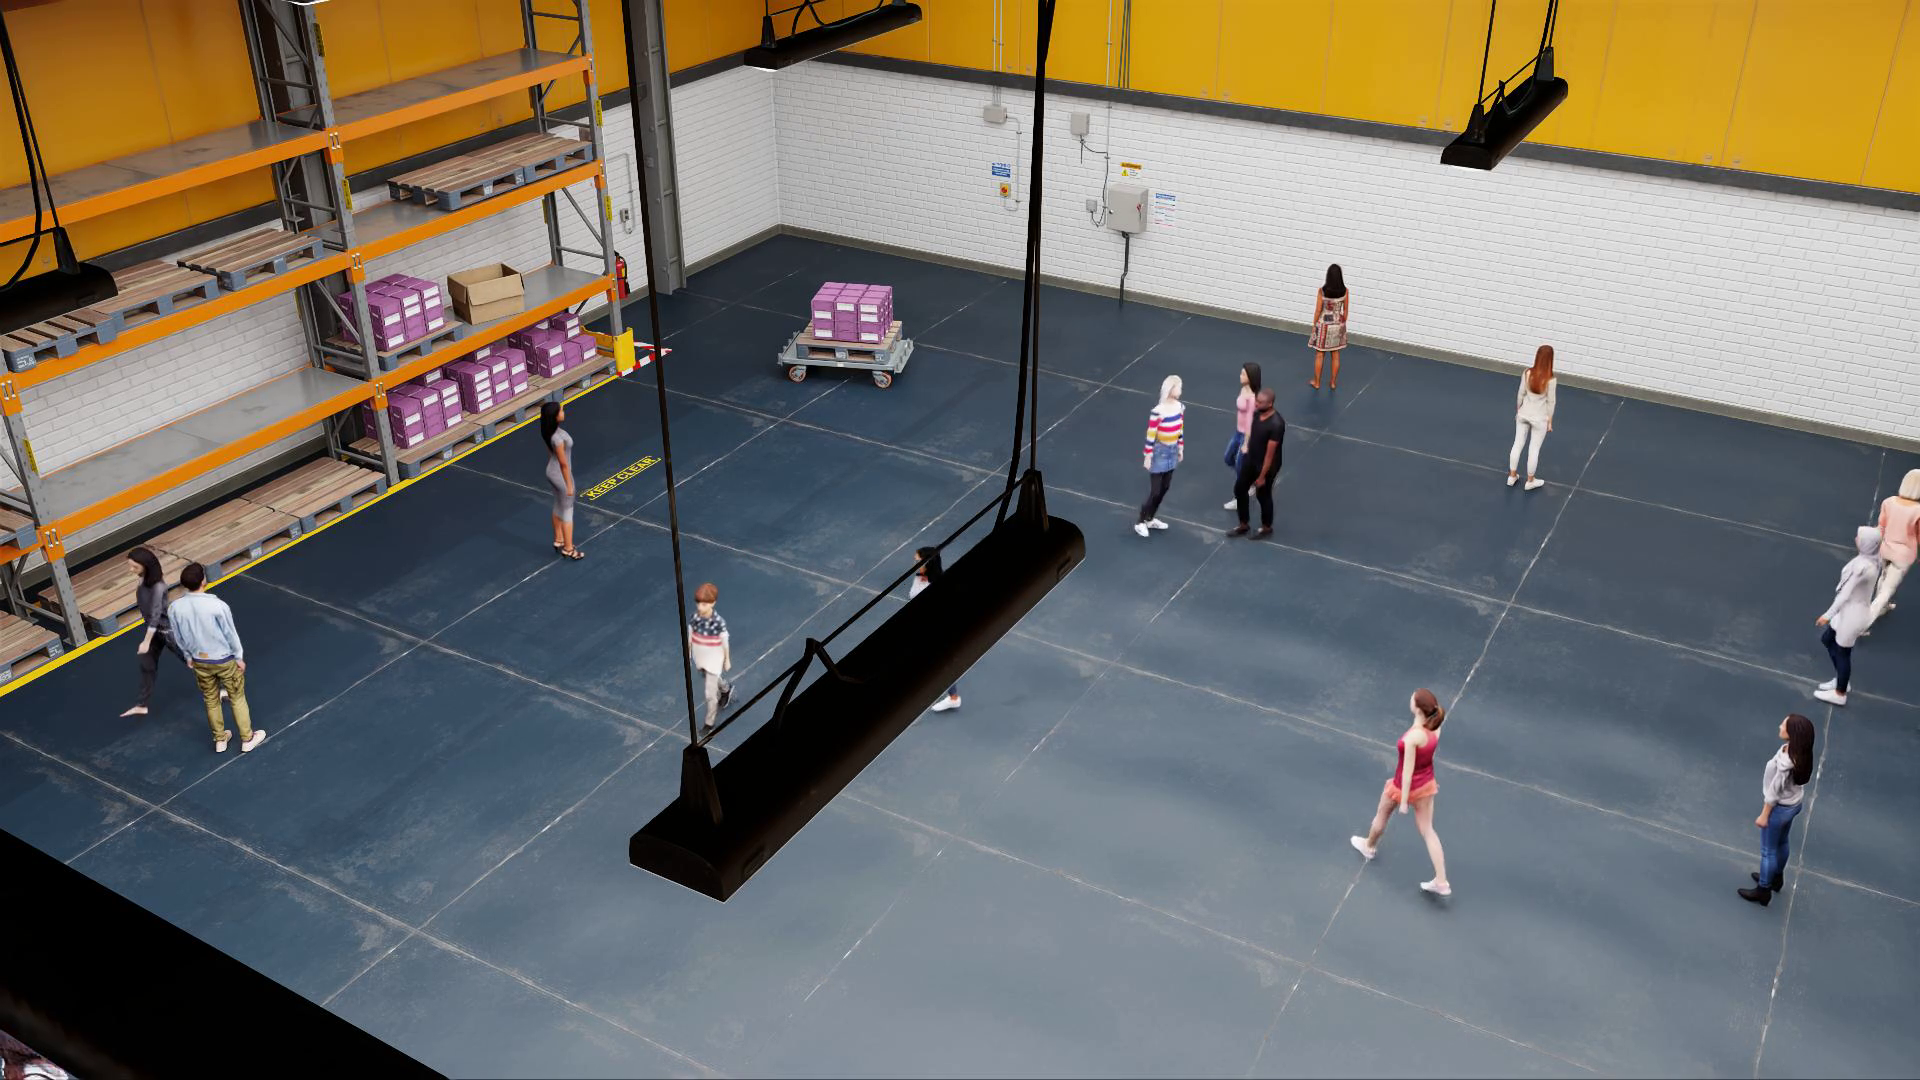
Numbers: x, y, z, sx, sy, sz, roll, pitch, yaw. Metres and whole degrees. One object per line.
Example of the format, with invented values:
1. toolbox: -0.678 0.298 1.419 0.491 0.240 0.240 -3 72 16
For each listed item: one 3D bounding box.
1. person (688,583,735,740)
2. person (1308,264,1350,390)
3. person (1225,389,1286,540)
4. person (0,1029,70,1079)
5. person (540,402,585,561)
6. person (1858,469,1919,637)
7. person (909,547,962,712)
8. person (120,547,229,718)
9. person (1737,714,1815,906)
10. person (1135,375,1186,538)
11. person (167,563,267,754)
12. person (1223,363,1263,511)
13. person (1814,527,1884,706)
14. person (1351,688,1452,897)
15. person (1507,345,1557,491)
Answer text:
1. person: -2.186 0.993 14.655 0.562 1.415 0.955 13 31 22
2. person: 4.722 -2.730 21.241 0.725 1.642 0.726 -1 29 -2
3. person: 3.276 -0.788 17.524 0.958 1.793 0.898 -9 30 -16
4. person: -5.421 3.530 9.835 0.681 1.576 1.143 11 30 19
5. person: -4.146 -0.614 17.219 0.645 1.780 0.643 -18 33 -30
6. person: 8.921 0.164 15.891 1.193 1.686 0.958 -17 33 -28
7. person: -0.167 0.824 14.664 1.139 1.701 1.012 -12 31 -20
8. person: -6.908 0.804 14.692 1.206 1.711 0.825 -22 35 -34
9. person: 6.210 2.020 12.548 0.548 1.628 0.710 -25 38 -38
10. person: 2.113 -0.890 17.723 0.588 1.782 0.858 -17 33 -28
11. person: -6.369 1.010 14.209 0.763 1.812 0.749 1 29 1
12. person: 3.199 -1.134 18.220 0.828 1.734 0.777 -4 29 -8
13. person: 8.011 0.724 14.785 0.703 1.762 0.591 21 35 34
14. person: 3.507 1.928 12.633 1.180 1.710 1.012 -17 33 -29
15. person: 6.441 -1.379 18.691 0.644 1.713 0.629 25 37 38
